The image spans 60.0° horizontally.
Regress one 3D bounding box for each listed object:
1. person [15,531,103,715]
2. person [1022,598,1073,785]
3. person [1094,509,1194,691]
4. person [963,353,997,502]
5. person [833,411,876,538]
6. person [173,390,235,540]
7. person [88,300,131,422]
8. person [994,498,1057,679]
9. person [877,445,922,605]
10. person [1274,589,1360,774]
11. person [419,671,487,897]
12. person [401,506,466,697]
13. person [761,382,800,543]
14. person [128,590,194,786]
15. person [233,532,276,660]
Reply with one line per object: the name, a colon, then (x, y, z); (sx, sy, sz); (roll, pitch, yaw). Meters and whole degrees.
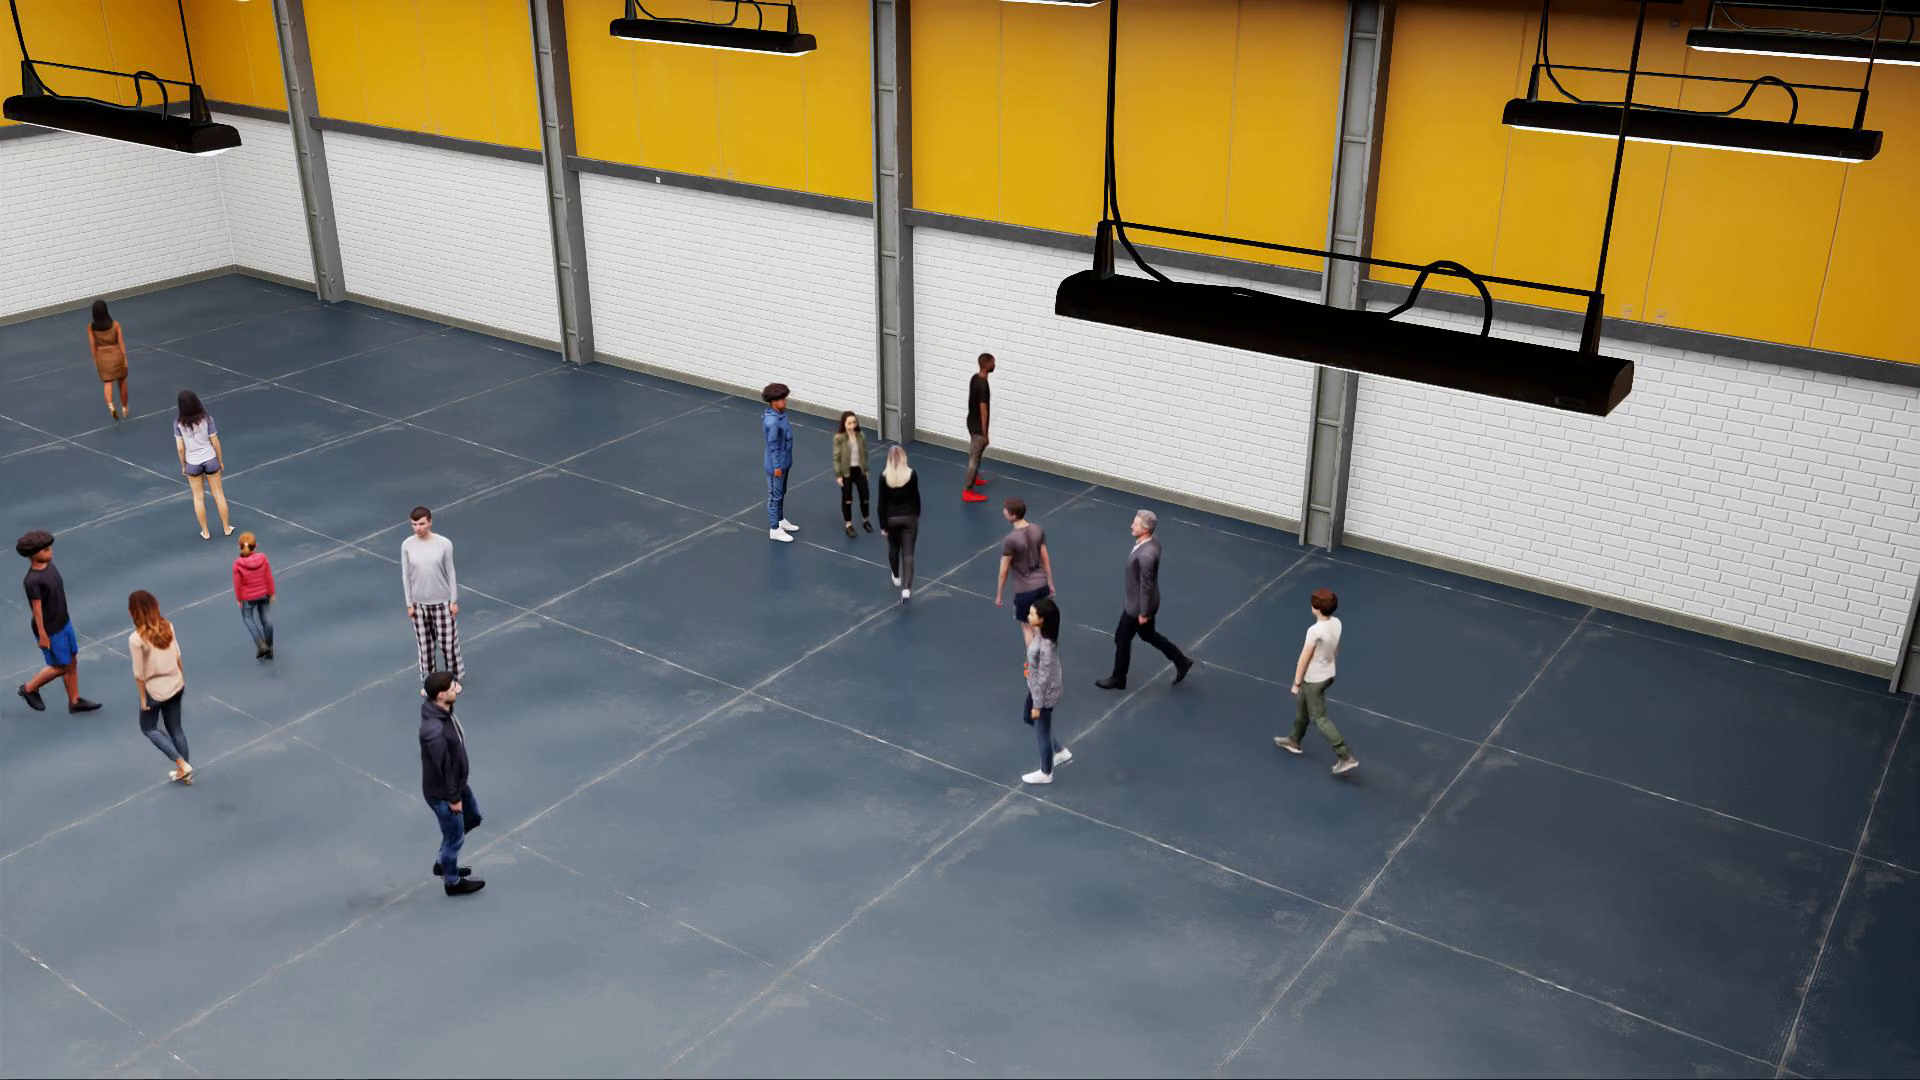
person: (-8.234, 0.771, 14.922); (1.016, 1.778, 0.927); (-1, 24, -2)
person: (0.788, 1.265, 13.859); (0.827, 1.723, 0.788); (2, 24, 4)
person: (1.747, 0.582, 15.317); (1.263, 1.807, 1.029); (4, 24, 10)
person: (0.202, -1.354, 19.769); (0.901, 1.789, 0.840); (-4, 24, -10)
person: (-1.258, -0.771, 18.830); (0.704, 1.472, 0.747); (-10, 25, -21)
person: (-8.532, -0.859, 18.706); (0.657, 1.733, 0.658); (-10, 26, -22)
person: (-11.344, -2.354, 22.205); (0.903, 1.669, 1.049); (-8, 25, -18)
person: (0.692, 0.491, 15.513); (0.752, 1.817, 0.790); (-13, 27, -28)
person: (-0.604, -0.137, 17.155); (1.135, 1.652, 1.102); (-1, 24, -1)
person: (3.095, 1.225, 14.082); (1.143, 1.619, 0.707); (21, 31, 39)
person: (-3.905, 1.843, 12.344); (0.858, 1.878, 0.795); (-5, 24, -11)
person: (-4.871, 0.550, 15.341); (0.687, 1.847, 0.755); (-3, 24, -7)
person: (-2.049, -0.897, 18.704); (0.737, 1.804, 0.748); (3, 24, 7)
person: (-6.555, 1.270, 13.779); (0.658, 1.779, 0.643); (12, 27, 26)
person: (-6.753, 0.566, 15.976); (0.602, 1.308, 0.655); (-17, 29, -34)
